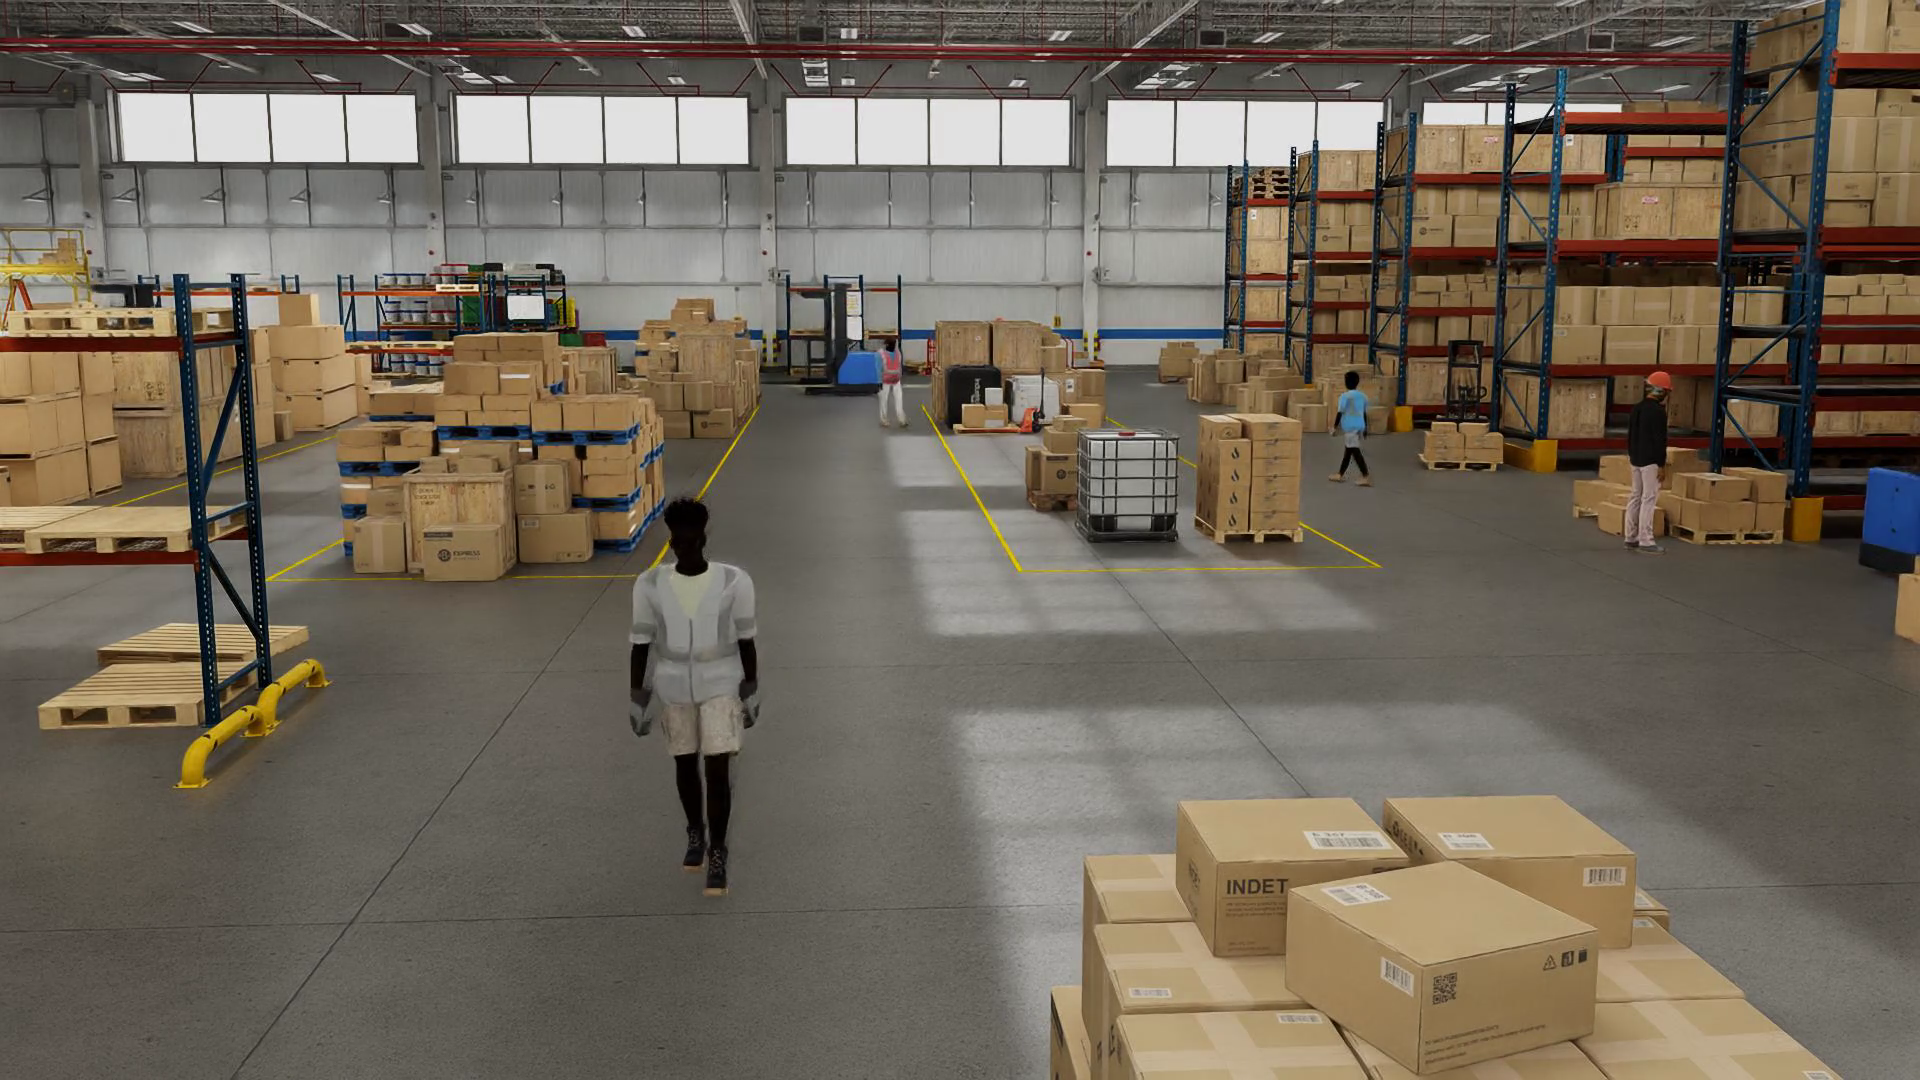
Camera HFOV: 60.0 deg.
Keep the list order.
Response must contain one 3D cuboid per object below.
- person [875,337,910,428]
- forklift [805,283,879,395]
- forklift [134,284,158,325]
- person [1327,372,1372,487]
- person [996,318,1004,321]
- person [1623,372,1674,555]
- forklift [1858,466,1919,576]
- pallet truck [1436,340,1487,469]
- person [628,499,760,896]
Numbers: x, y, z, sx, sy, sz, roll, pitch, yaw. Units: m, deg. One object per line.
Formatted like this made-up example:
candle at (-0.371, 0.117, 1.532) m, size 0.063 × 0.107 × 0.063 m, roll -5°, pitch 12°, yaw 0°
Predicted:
person at (-1.346, -3.111, 32.944) m, size 0.632 × 1.803 × 0.914 m, roll -5°, pitch 10°, yaw -29°
forklift at (-2.966, -5.081, 41.933) m, size 1.873 × 2.768 × 1.129 m, roll -1°, pitch 9°, yaw -4°
forklift at (-18.151, -4.331, 37.222) m, size 1.873 × 2.768 × 1.129 m, roll -5°, pitch 10°, yaw -30°
person at (5.658, -1.599, 23.939) m, size 0.533 × 1.649 × 0.863 m, roll -8°, pitch 12°, yaw -41°
person at (0.991, -4.709, 42.560) m, size 0.370 × 1.933 × 0.551 m, roll -4°, pitch 10°, yaw -24°
person at (7.513, -0.839, 18.105) m, size 0.406 × 1.981 × 0.623 m, roll -1°, pitch 9°, yaw -8°
forklift at (10.145, -1.016, 16.412) m, size 1.873 × 2.768 × 1.129 m, roll -1°, pitch 9°, yaw -4°
pallet truck at (8.004, -2.170, 26.422) m, size 0.823 × 1.965 × 1.885 m, roll 2°, pitch 9°, yaw 14°
person at (-1.319, 0.766, 8.179) m, size 0.626 × 1.927 × 0.855 m, roll 0°, pitch 9°, yaw 0°
